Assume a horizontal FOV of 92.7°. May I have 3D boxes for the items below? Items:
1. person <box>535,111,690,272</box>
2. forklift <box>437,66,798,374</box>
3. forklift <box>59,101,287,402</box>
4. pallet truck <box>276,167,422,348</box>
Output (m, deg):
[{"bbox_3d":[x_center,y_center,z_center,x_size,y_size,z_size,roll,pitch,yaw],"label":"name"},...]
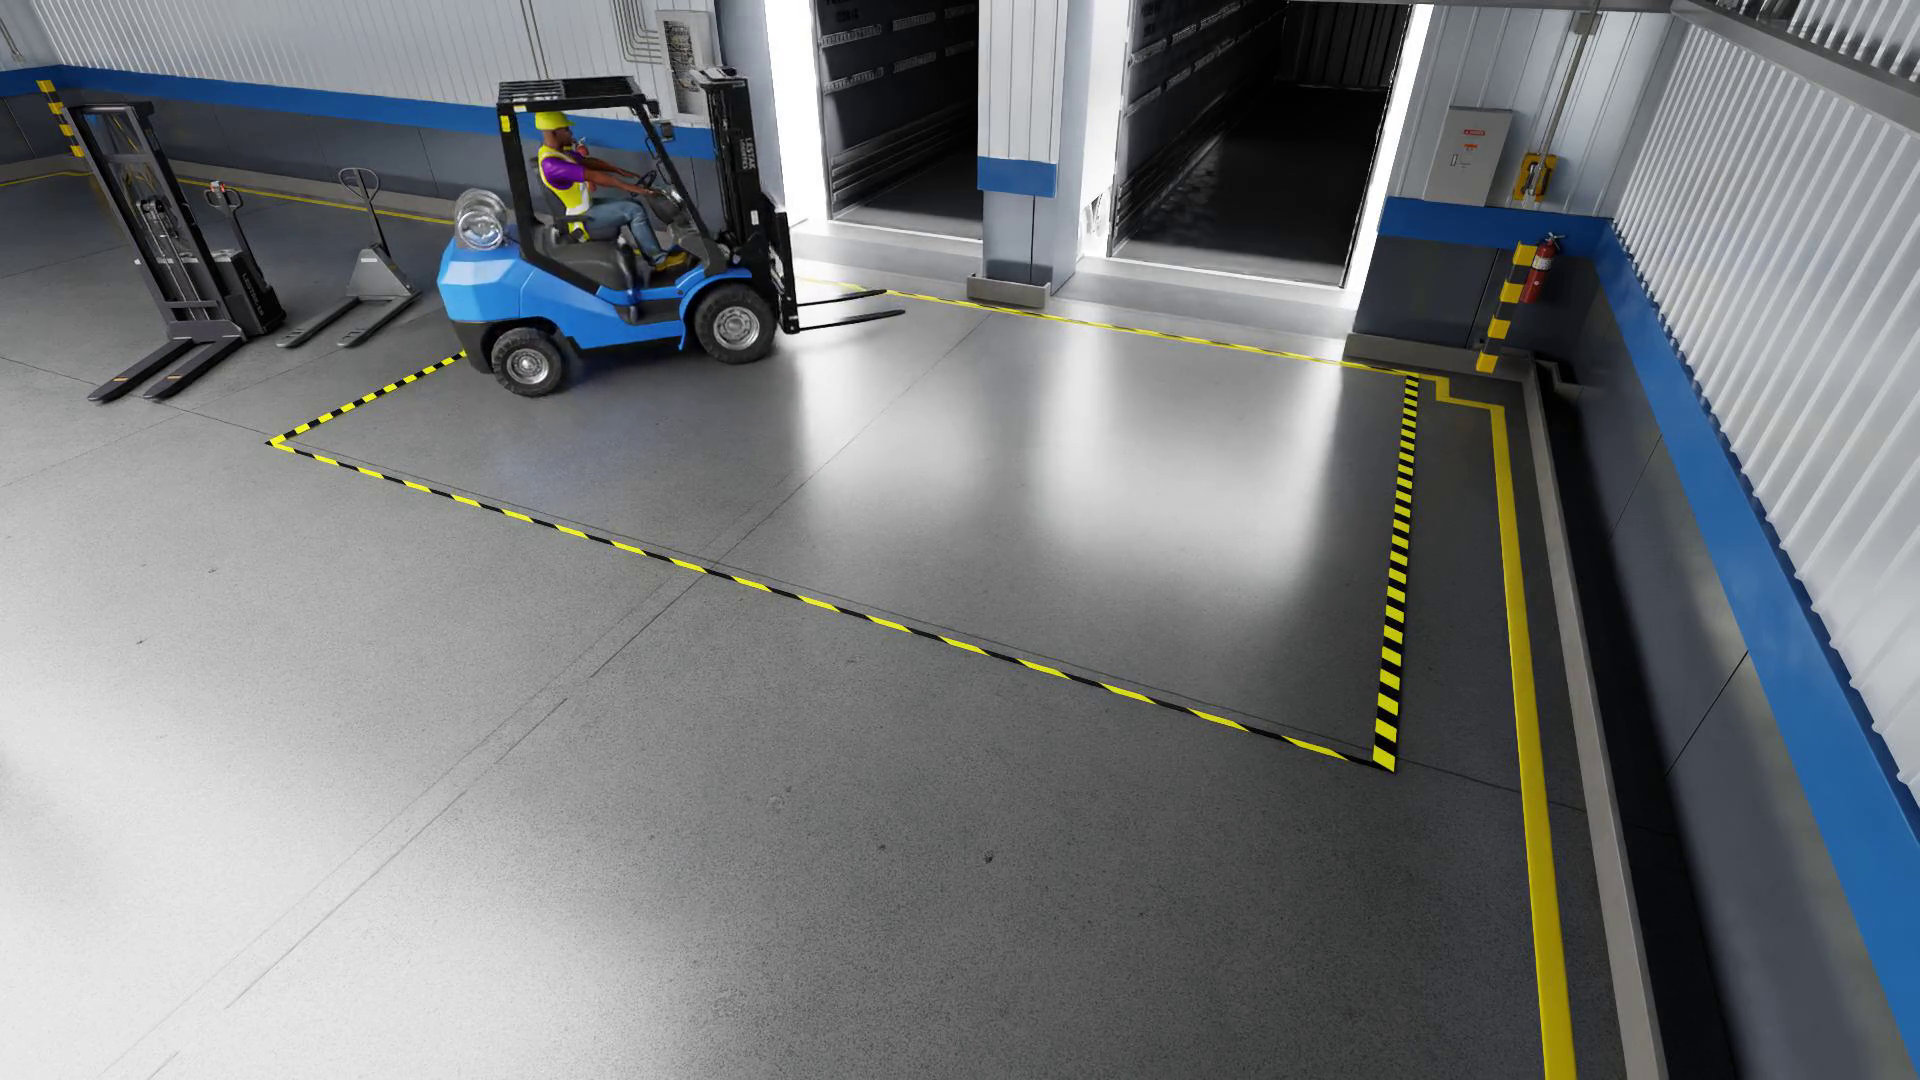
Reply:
[{"bbox_3d":[-2.789,-2.796,7.383,1.004,1.294,0.635,-12,37,-17],"label":"person"},{"bbox_3d":[-2.848,-2.635,7.478,2.680,2.036,1.157,-12,37,-17],"label":"forklift"},{"bbox_3d":[-6.686,-2.387,7.434,0.823,1.965,1.885,-3,35,-5],"label":"forklift"},{"bbox_3d":[-5.732,-2.611,8.414,0.680,1.201,1.601,-1,35,-1],"label":"pallet truck"}]
